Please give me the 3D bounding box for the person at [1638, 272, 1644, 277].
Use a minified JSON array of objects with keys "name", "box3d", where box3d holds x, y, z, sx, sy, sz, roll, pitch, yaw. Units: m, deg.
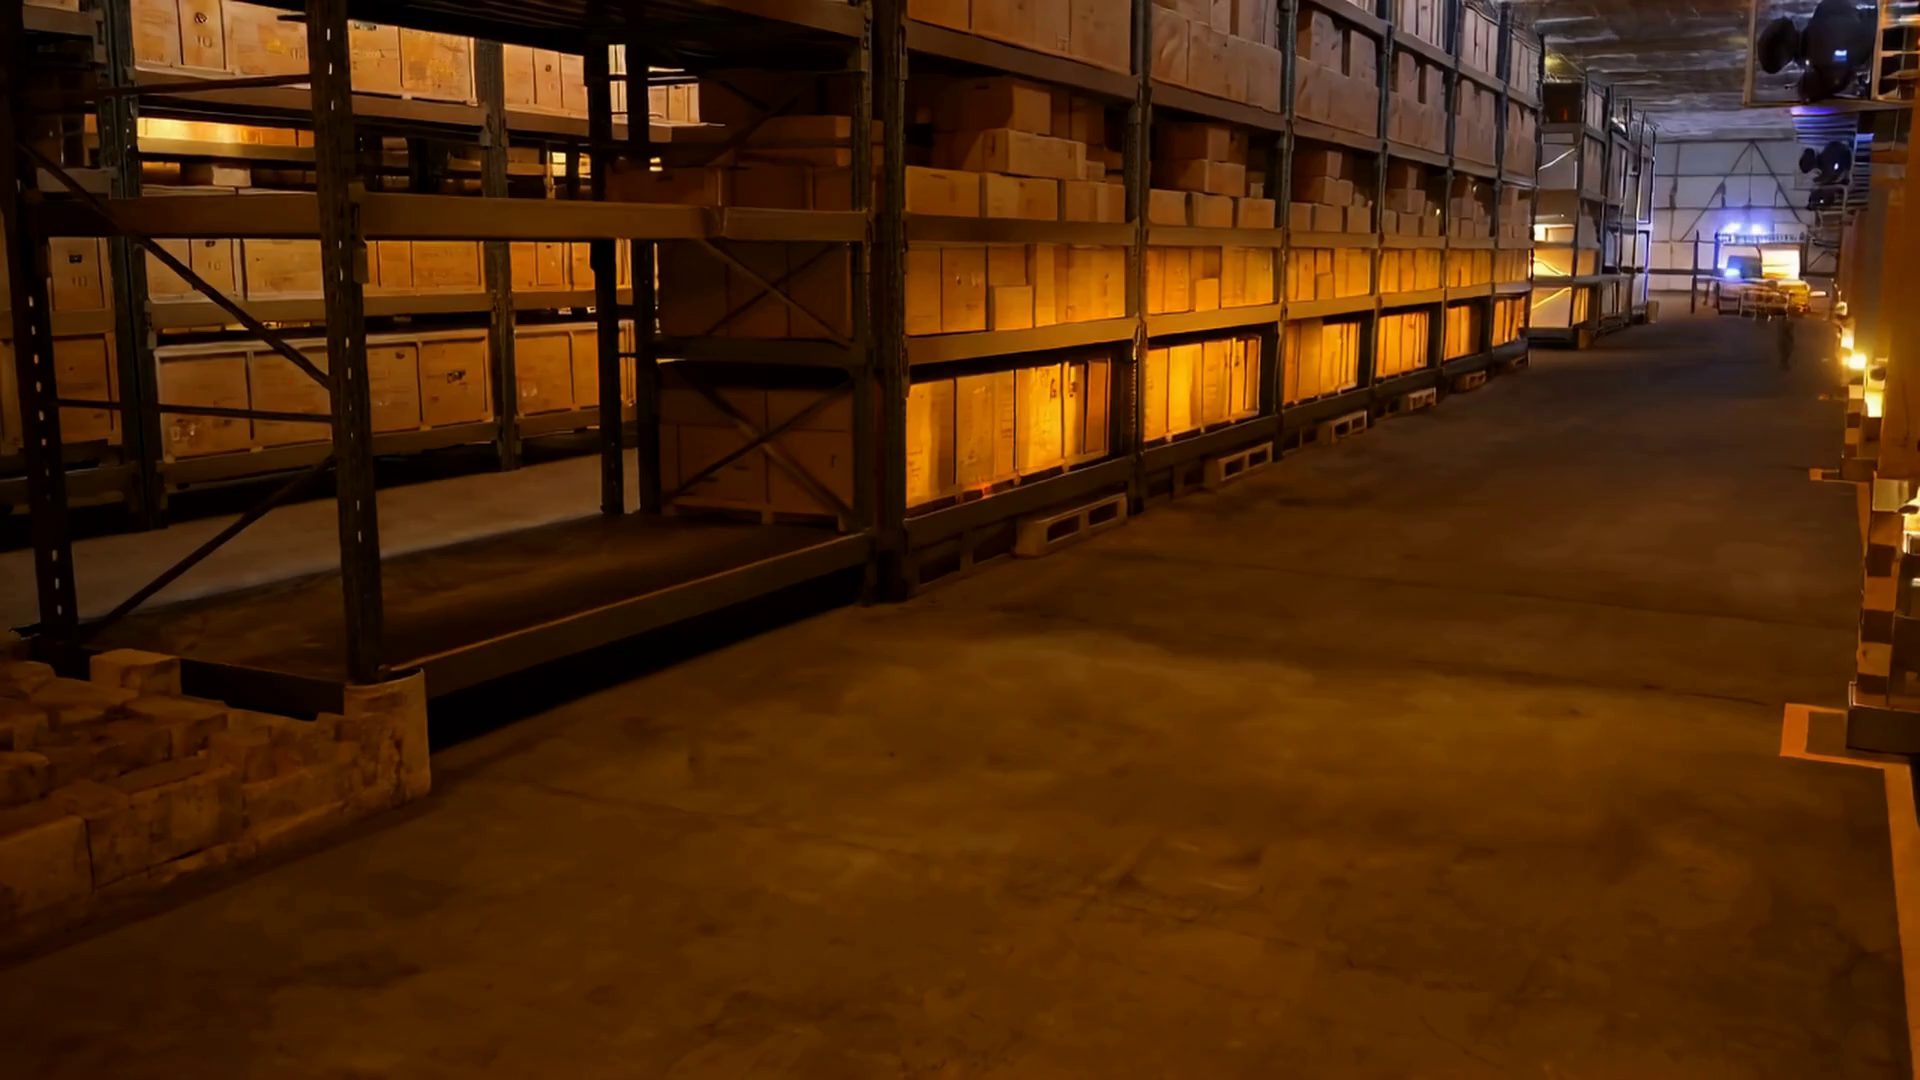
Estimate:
[{"name":"person","box3d":[36.363,-13.964,88.807,0.509,1.629,0.314,3,10,14]}]
